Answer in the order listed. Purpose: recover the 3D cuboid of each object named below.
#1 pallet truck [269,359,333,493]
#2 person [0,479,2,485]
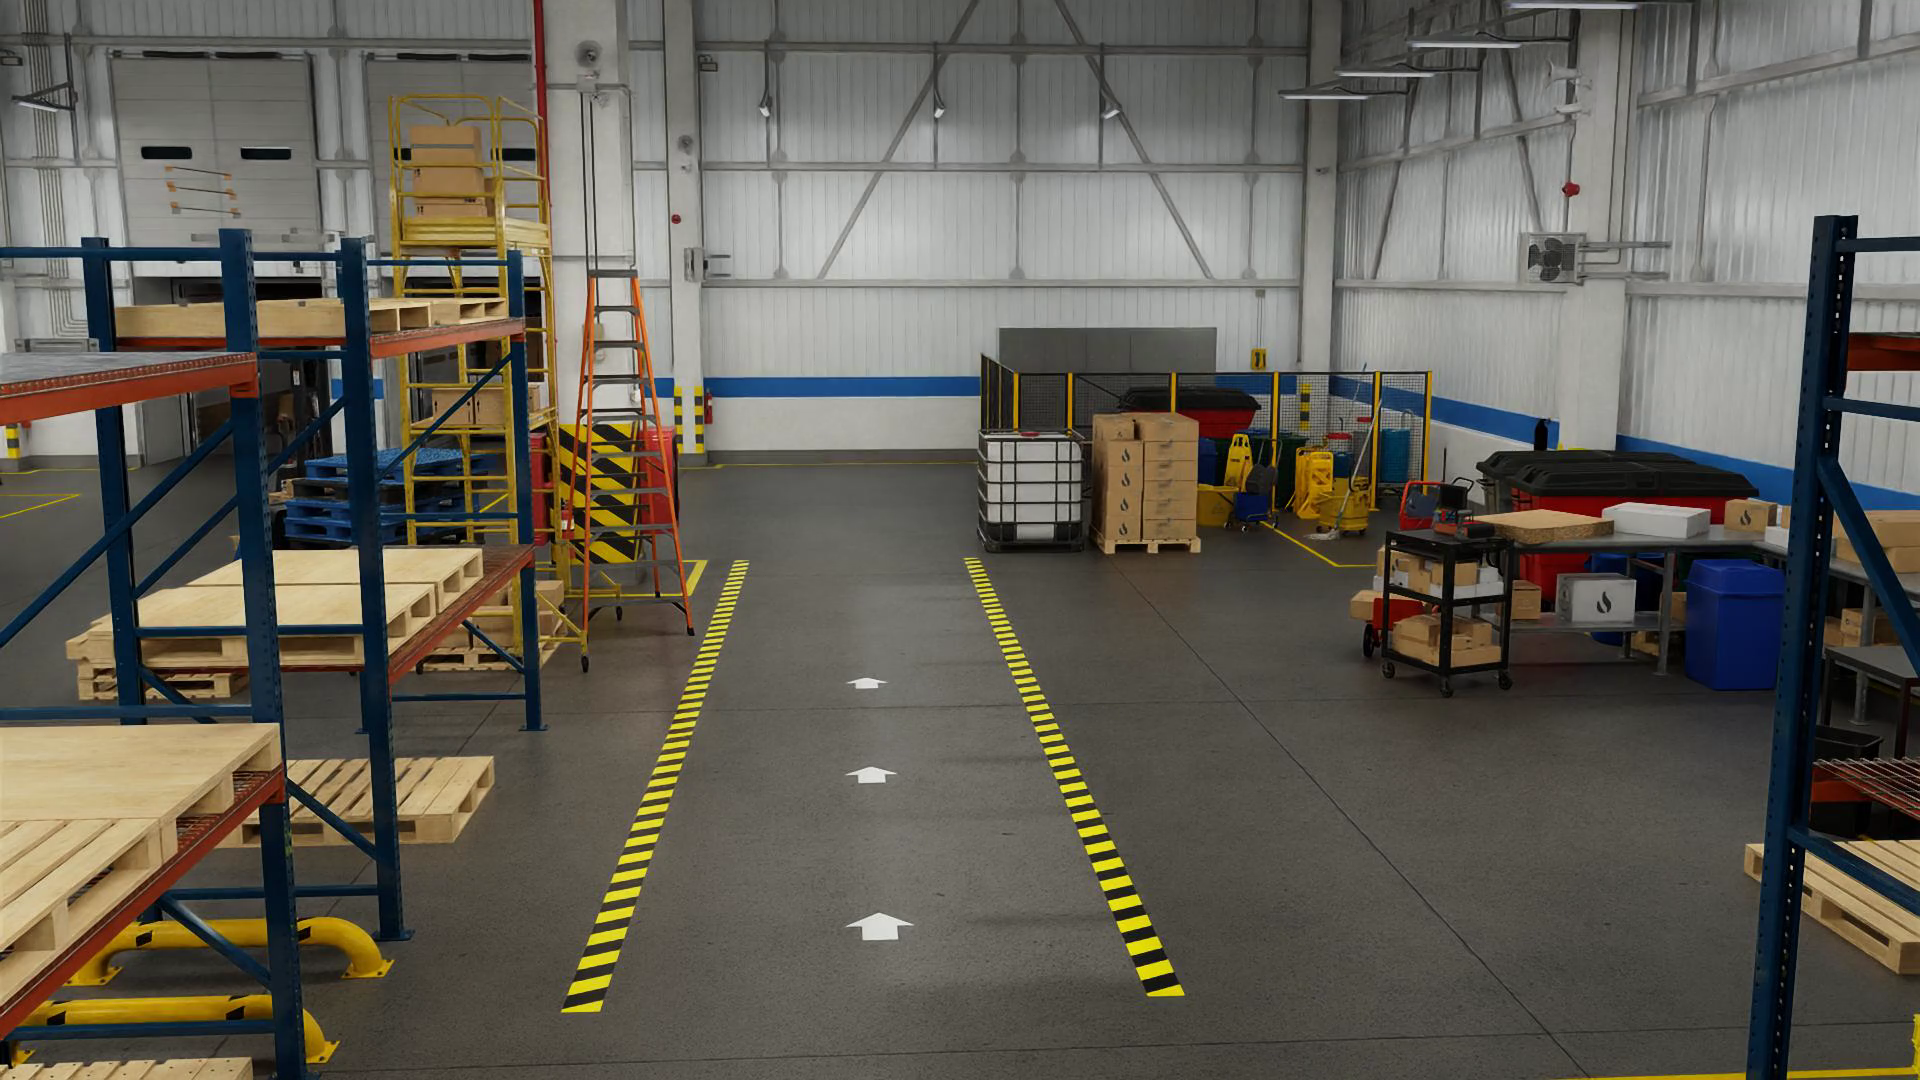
[{"bbox_3d":[-7.062,-1.131,18.996,1.885,1.965,0.823,2,9,13],"label":"pallet truck"},{"bbox_3d":[-13.408,-1.673,22.640,0.543,1.928,0.393,3,9,16],"label":"person"}]
